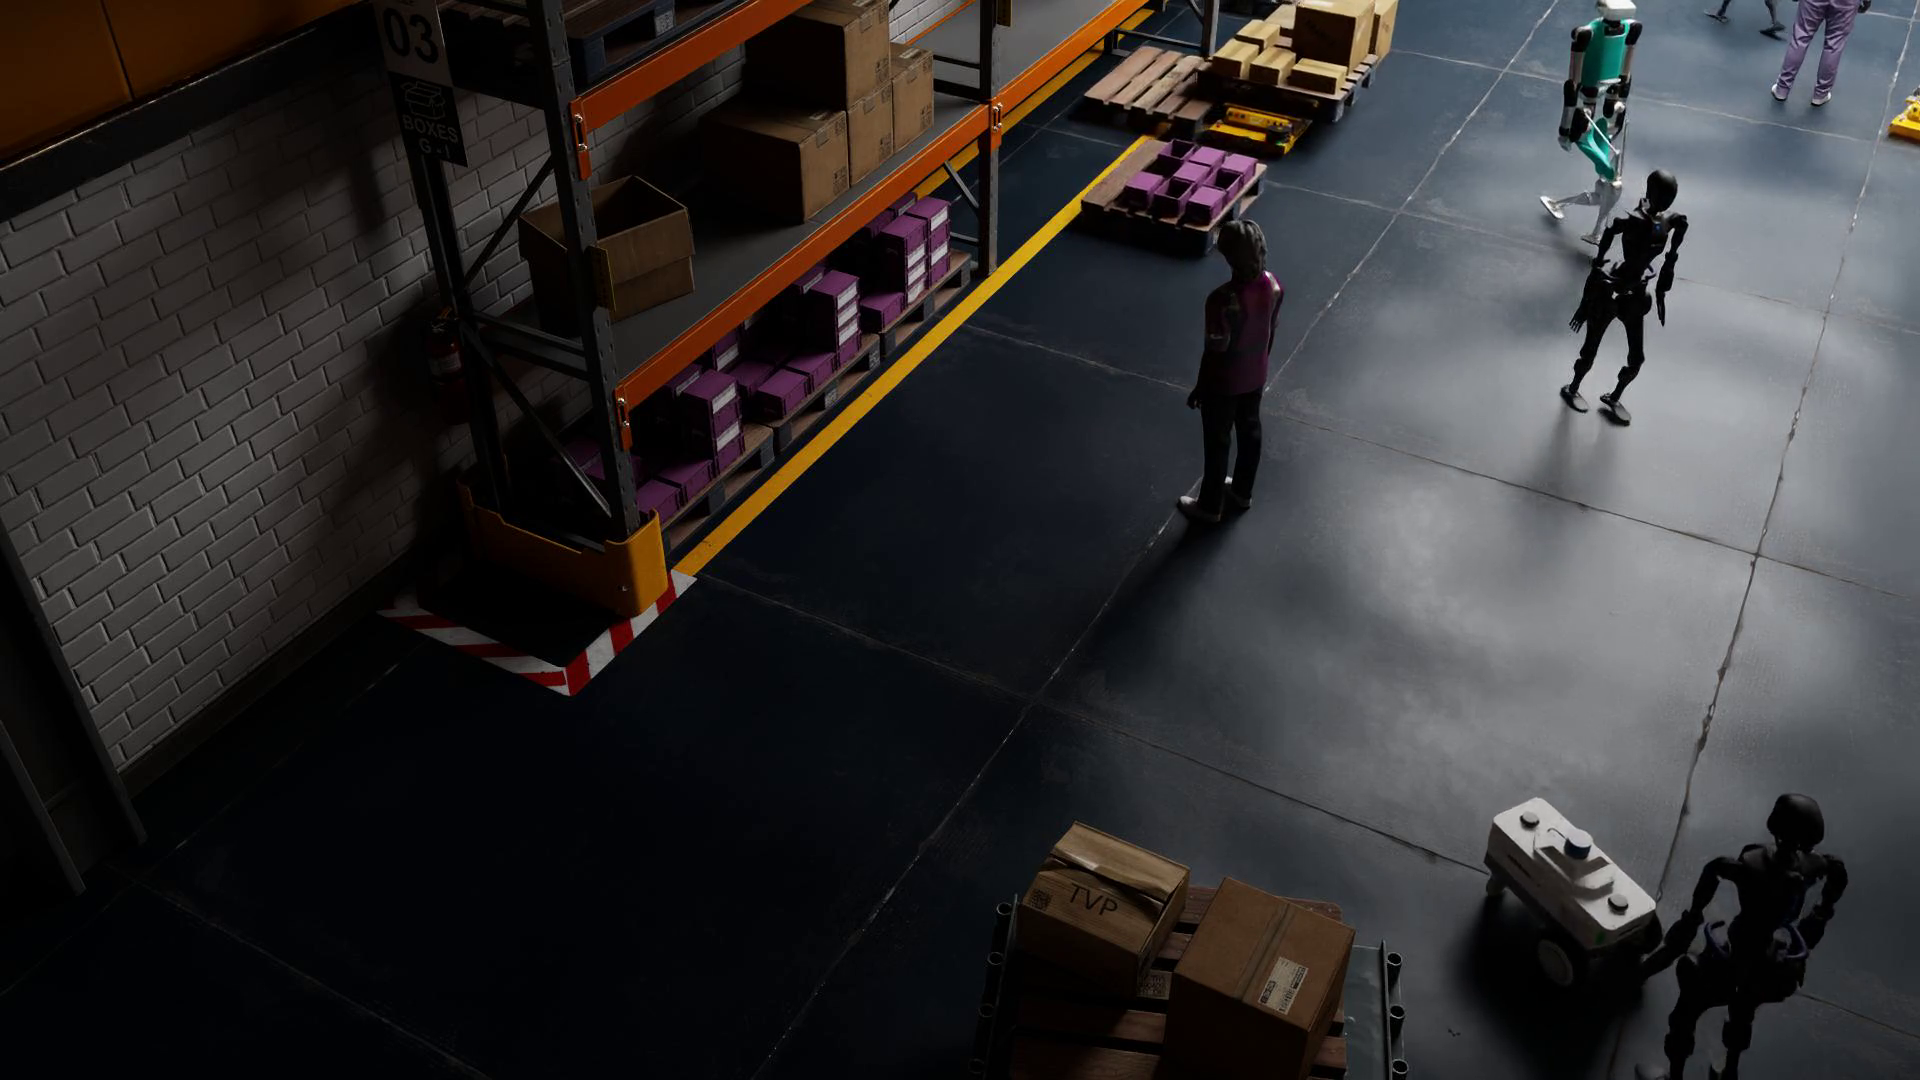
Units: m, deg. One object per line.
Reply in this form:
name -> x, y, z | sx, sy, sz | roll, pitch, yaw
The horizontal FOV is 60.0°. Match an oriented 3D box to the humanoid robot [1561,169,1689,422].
humanoid robot -> 3.951, -1.470, 9.933 | 0.589, 1.637, 0.436 | -8, 39, -10

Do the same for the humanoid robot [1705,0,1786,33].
humanoid robot -> 7.206, -5.355, 14.828 | 0.602, 1.641, 0.770 | -17, 42, -20

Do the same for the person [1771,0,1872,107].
person -> 7.106, -4.478, 13.509 | 0.650, 1.905, 0.406 | 16, 41, 19

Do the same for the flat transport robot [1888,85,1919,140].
flat transport robot -> 8.234, -3.585, 13.701 | 0.659, 0.231, 1.431 | 28, 46, 30

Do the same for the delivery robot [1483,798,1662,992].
delivery robot -> 2.618, 1.500, 7.125 | 0.517, 0.606, 0.778 | -19, 42, -22

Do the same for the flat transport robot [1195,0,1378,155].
flat transport robot -> 2.633, -3.589, 13.706 | 0.659, 0.231, 1.431 | 20, 43, 23

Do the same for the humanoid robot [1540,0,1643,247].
humanoid robot -> 4.537, -2.836, 11.620 | 0.535, 1.754, 1.032 | -13, 41, -16

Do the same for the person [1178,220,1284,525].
person -> 1.483, -0.904, 9.087 | 0.512, 1.847, 0.340 | -21, 43, -24

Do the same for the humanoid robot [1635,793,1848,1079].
humanoid robot -> 2.887, 1.546, 6.163 | 0.589, 1.651, 0.324 | -2, 39, -2
